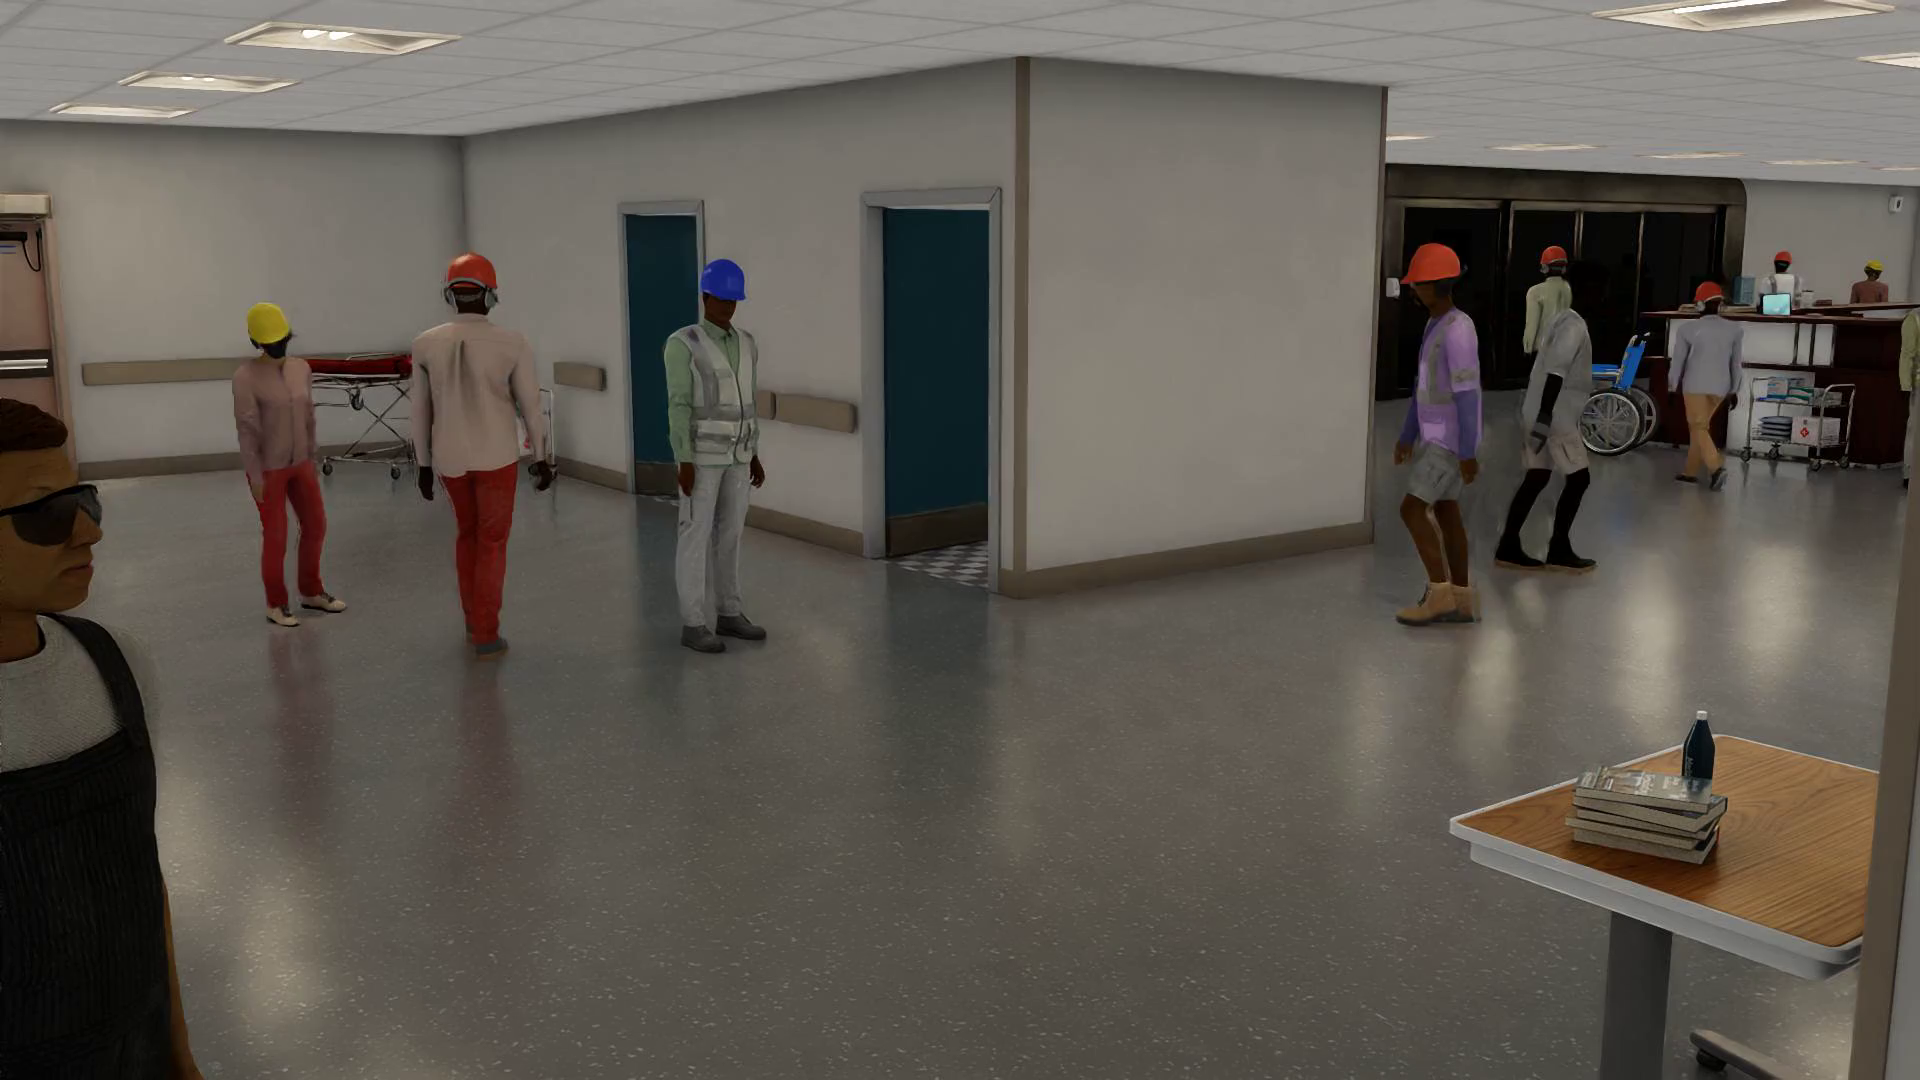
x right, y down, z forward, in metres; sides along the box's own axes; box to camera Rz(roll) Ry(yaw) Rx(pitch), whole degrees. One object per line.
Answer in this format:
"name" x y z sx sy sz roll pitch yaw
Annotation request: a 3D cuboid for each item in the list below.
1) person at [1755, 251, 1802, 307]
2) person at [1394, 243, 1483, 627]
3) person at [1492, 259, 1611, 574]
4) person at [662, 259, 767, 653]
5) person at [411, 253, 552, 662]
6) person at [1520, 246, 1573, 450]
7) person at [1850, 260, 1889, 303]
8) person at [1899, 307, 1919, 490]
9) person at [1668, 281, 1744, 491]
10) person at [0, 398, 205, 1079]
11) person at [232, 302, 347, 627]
"person" 11.554 -3.125 23.556 0.683 1.907 0.519 0 10 0
"person" 2.500 -0.532 8.733 0.584 2.018 0.645 2 10 9
"person" 3.653 -0.745 10.177 0.720 1.917 0.623 2 10 10
"person" -1.208 -0.423 8.333 0.402 1.942 0.603 7 12 35
"person" -2.321 -0.414 8.217 0.621 1.971 0.745 2 10 9
"person" 5.730 -1.846 16.152 0.622 1.992 0.396 -3 10 -14
"person" 13.724 -3.332 25.129 0.530 1.765 0.325 10 14 44
"person" 7.960 -1.291 13.559 0.601 1.818 0.403 0 10 -1
"person" 6.178 -1.273 13.736 0.561 1.719 0.836 -1 10 -6
"person" -1.158 0.738 2.088 0.336 1.846 0.513 4 11 21
"person" -3.550 -0.387 8.728 0.423 1.720 0.590 4 11 22
